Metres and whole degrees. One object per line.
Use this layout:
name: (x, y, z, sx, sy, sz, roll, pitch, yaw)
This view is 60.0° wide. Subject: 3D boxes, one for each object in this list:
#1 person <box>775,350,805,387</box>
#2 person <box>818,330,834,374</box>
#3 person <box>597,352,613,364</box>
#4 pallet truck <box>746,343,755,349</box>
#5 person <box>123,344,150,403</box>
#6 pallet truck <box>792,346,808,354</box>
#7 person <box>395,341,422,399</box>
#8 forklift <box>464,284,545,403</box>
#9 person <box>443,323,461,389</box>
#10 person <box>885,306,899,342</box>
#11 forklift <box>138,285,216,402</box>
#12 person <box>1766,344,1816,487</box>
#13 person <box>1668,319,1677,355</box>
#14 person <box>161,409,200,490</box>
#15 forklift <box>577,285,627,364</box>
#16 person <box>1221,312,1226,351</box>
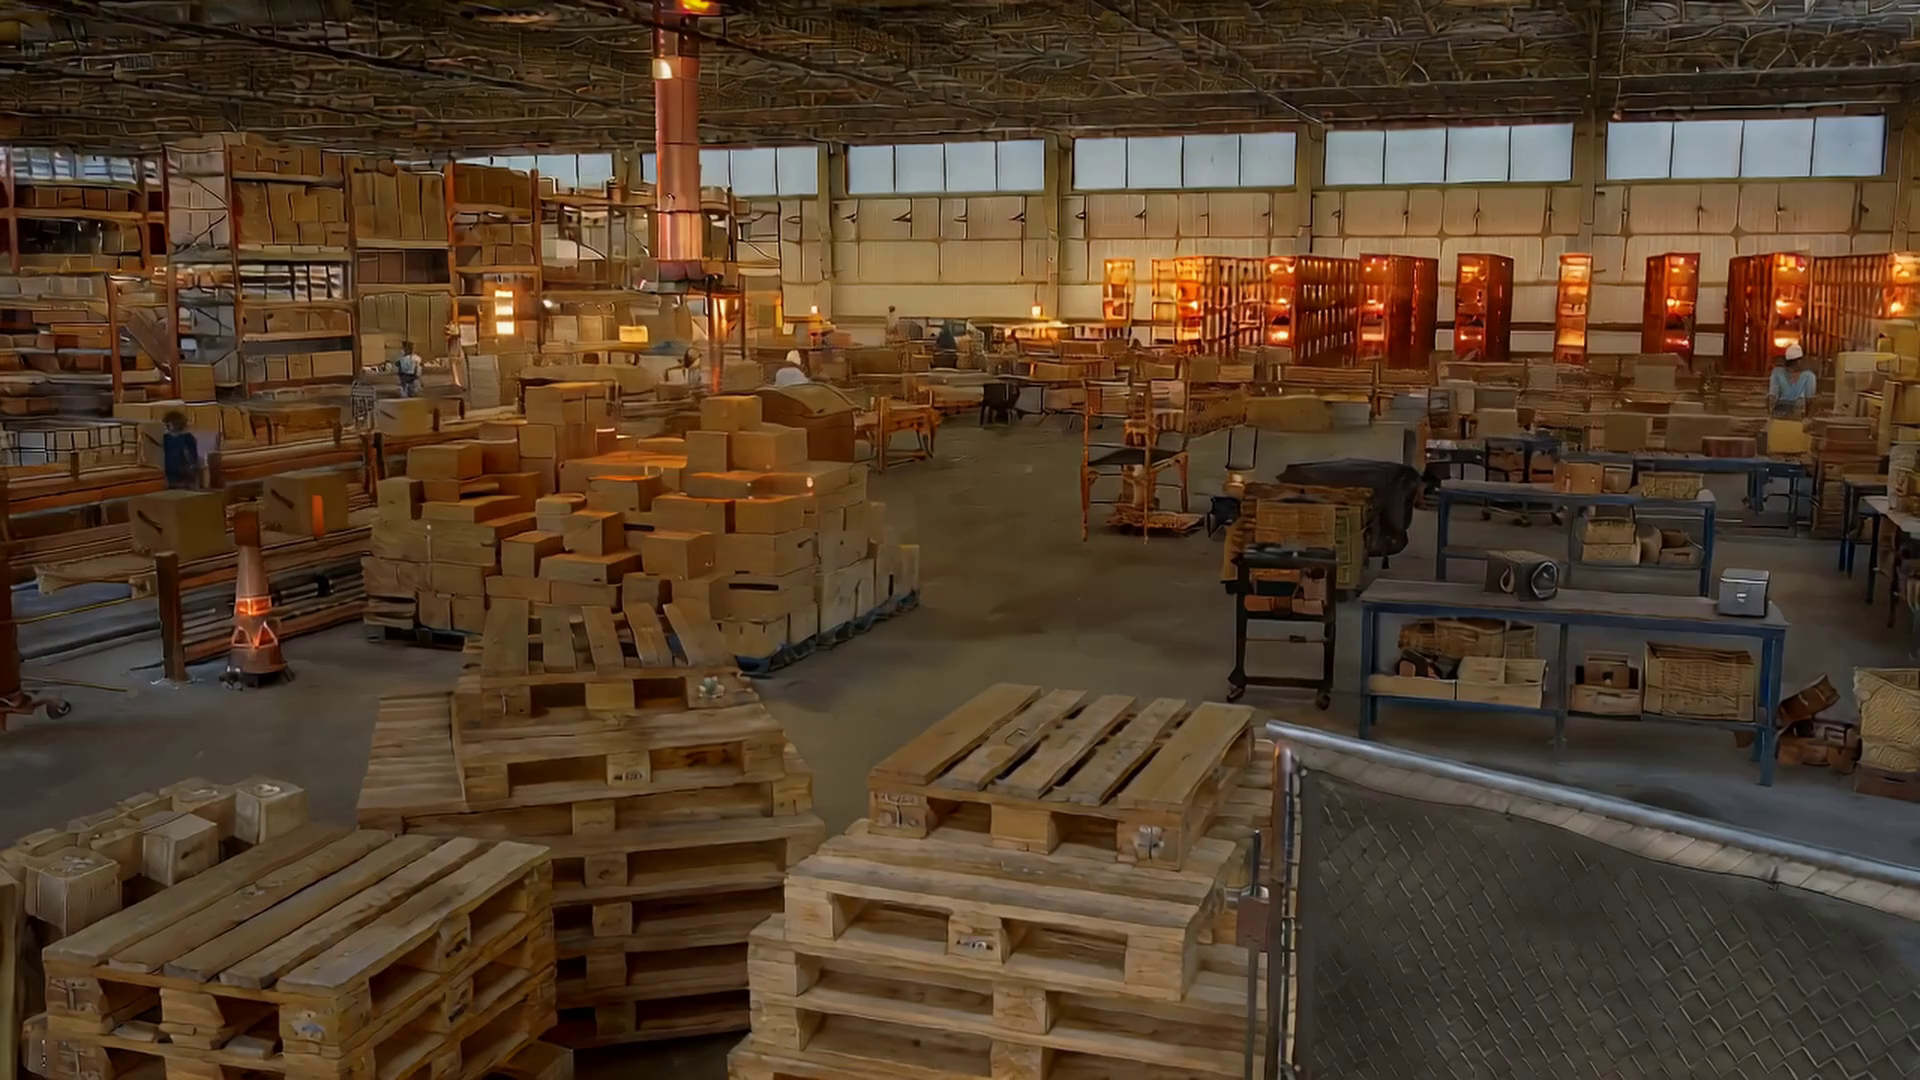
person: (-2.816, -2.246, 27.564, 0.598, 1.805, 0.775, 5, 10, 28)
person: (-3.144, -4.029, 38.948, 0.395, 1.744, 0.611, 4, 10, 25)
person: (-7.985, -3.909, 37.580, 0.364, 1.939, 0.542, 3, 10, 18)
pallet truck: (-6.183, -4.618, 44.264, 1.601, 1.201, 0.680, -9, 12, -43)
person: (-16.893, -3.216, 34.218, 0.640, 1.611, 0.526, 4, 10, 24)
pallet truck: (-3.705, -4.298, 42.022, 0.653, 1.274, 1.630, 3, 10, 20)
person: (-11.177, -3.175, 33.729, 0.535, 1.697, 0.318, -5, 11, -30)
forklift: (-10.832, -4.702, 39.610, 1.129, 2.768, 1.873, 3, 10, 20)
person: (-13.535, -4.883, 44.271, 0.339, 1.757, 0.518, 6, 11, 34)
person: (-2.416, -7.535, 60.450, 0.618, 1.912, 0.815, -8, 12, -41)
forklift: (-17.480, -4.200, 36.461, 1.873, 2.768, 1.129, 3, 10, 19)
person: (11.927, -1.782, 23.896, 0.605, 2.045, 0.379, 4, 10, 26)
person: (21.260, -5.713, 49.352, 0.873, 1.808, 0.566, 3, 10, 18)
person: (-8.339, -0.617, 17.906, 0.511, 1.614, 0.625, 3, 10, 20)
forklift: (-10.342, -6.214, 49.106, 1.129, 2.768, 1.873, 5, 11, 31)
person: (9.290, -7.196, 58.548, 0.404, 1.835, 0.588, -5, 10, -28)
